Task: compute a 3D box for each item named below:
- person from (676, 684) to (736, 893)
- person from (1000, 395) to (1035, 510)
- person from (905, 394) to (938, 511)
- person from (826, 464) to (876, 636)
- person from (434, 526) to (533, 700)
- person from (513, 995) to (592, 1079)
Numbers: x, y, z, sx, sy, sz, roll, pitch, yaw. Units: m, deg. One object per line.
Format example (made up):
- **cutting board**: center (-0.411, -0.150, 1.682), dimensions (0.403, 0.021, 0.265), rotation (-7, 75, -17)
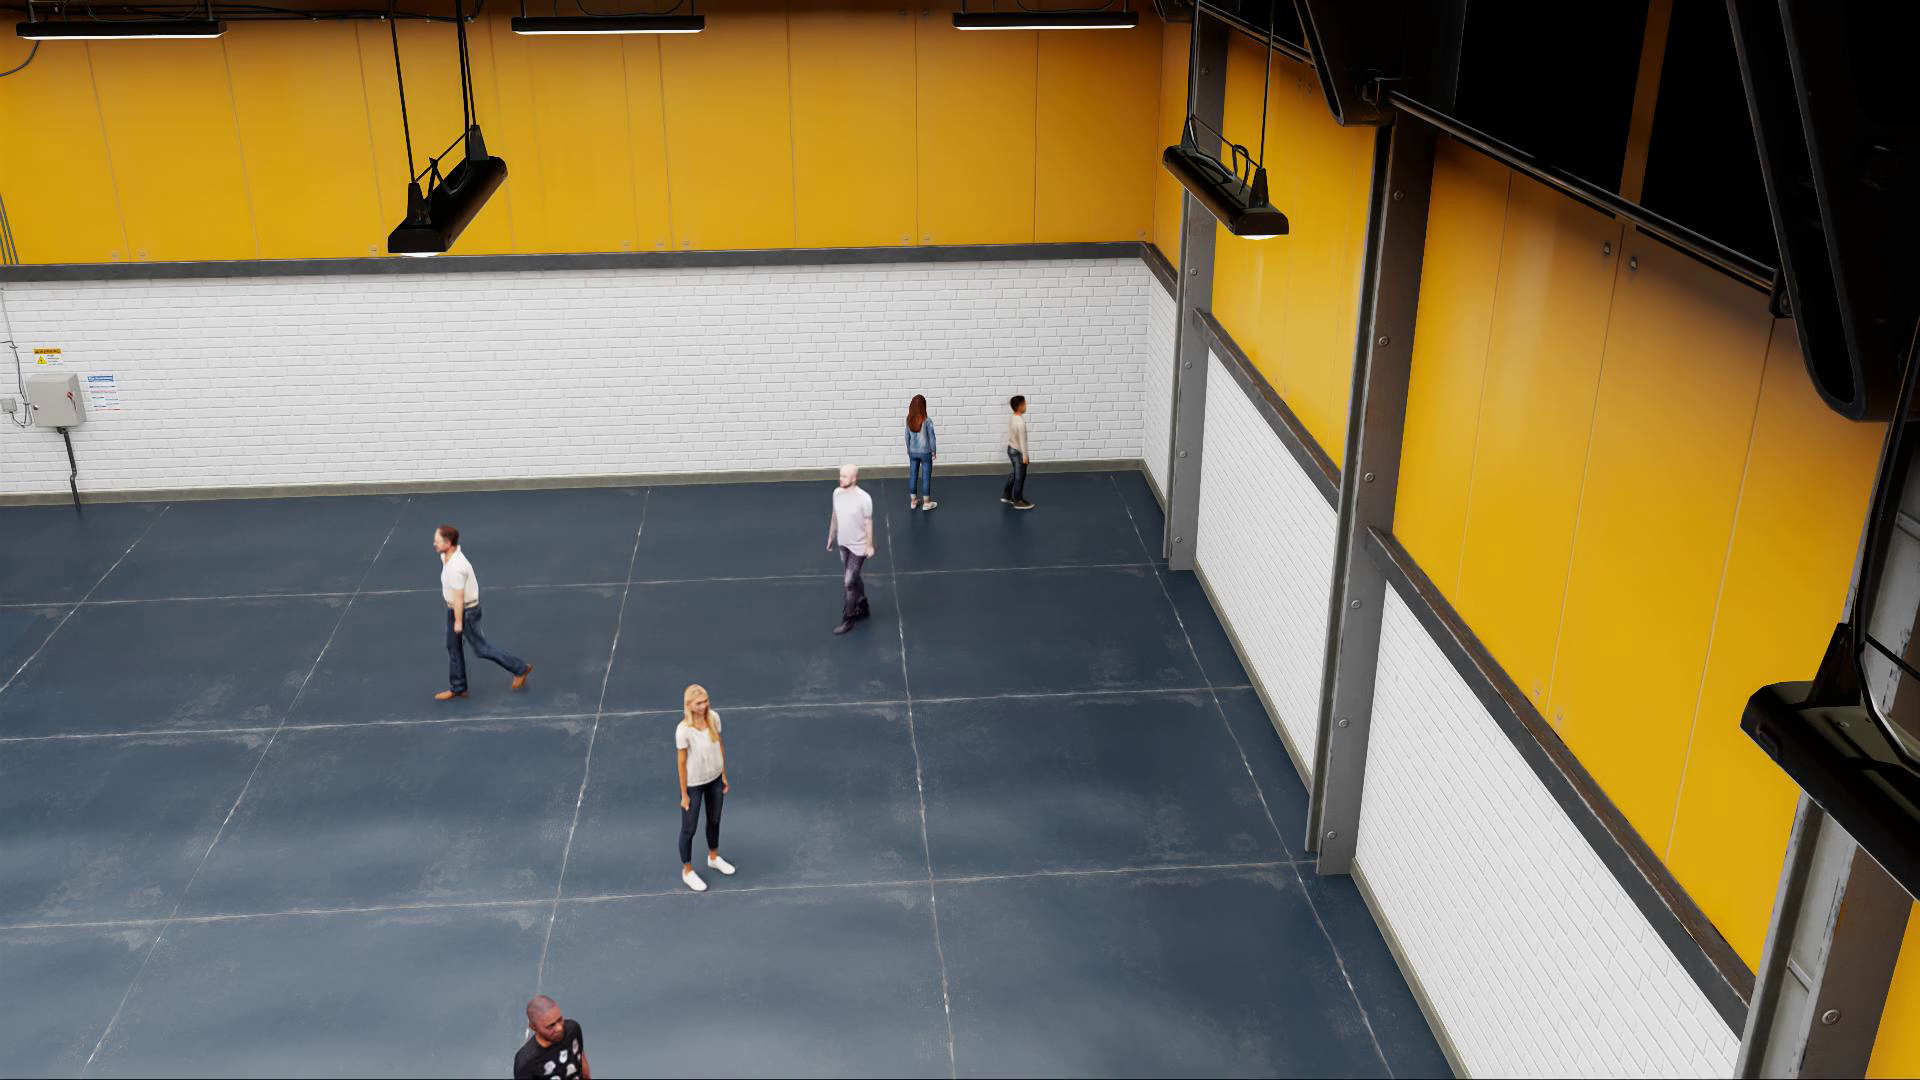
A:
- **person**: center (-2.066, 1.932, 13.202), dimensions (0.714, 1.806, 0.657), rotation (20, 30, 38)
- **person**: center (0.697, -1.075, 20.514), dimensions (0.670, 1.459, 0.617), rotation (-7, 25, -16)
- **person**: center (-0.491, -1.086, 20.518), dimensions (0.641, 1.477, 0.662), rotation (12, 26, 25)
- **person**: center (-1.054, 0.040, 17.525), dimensions (1.012, 1.810, 0.972), rotation (-21, 31, -40)
- **person**: center (-4.651, 0.695, 16.018), dimensions (0.967, 1.817, 1.190), rotation (-10, 25, -21)
- **person**: center (-2.430, 3.406, 9.862), dimensions (1.079, 1.782, 1.096), rotation (13, 27, 28)
